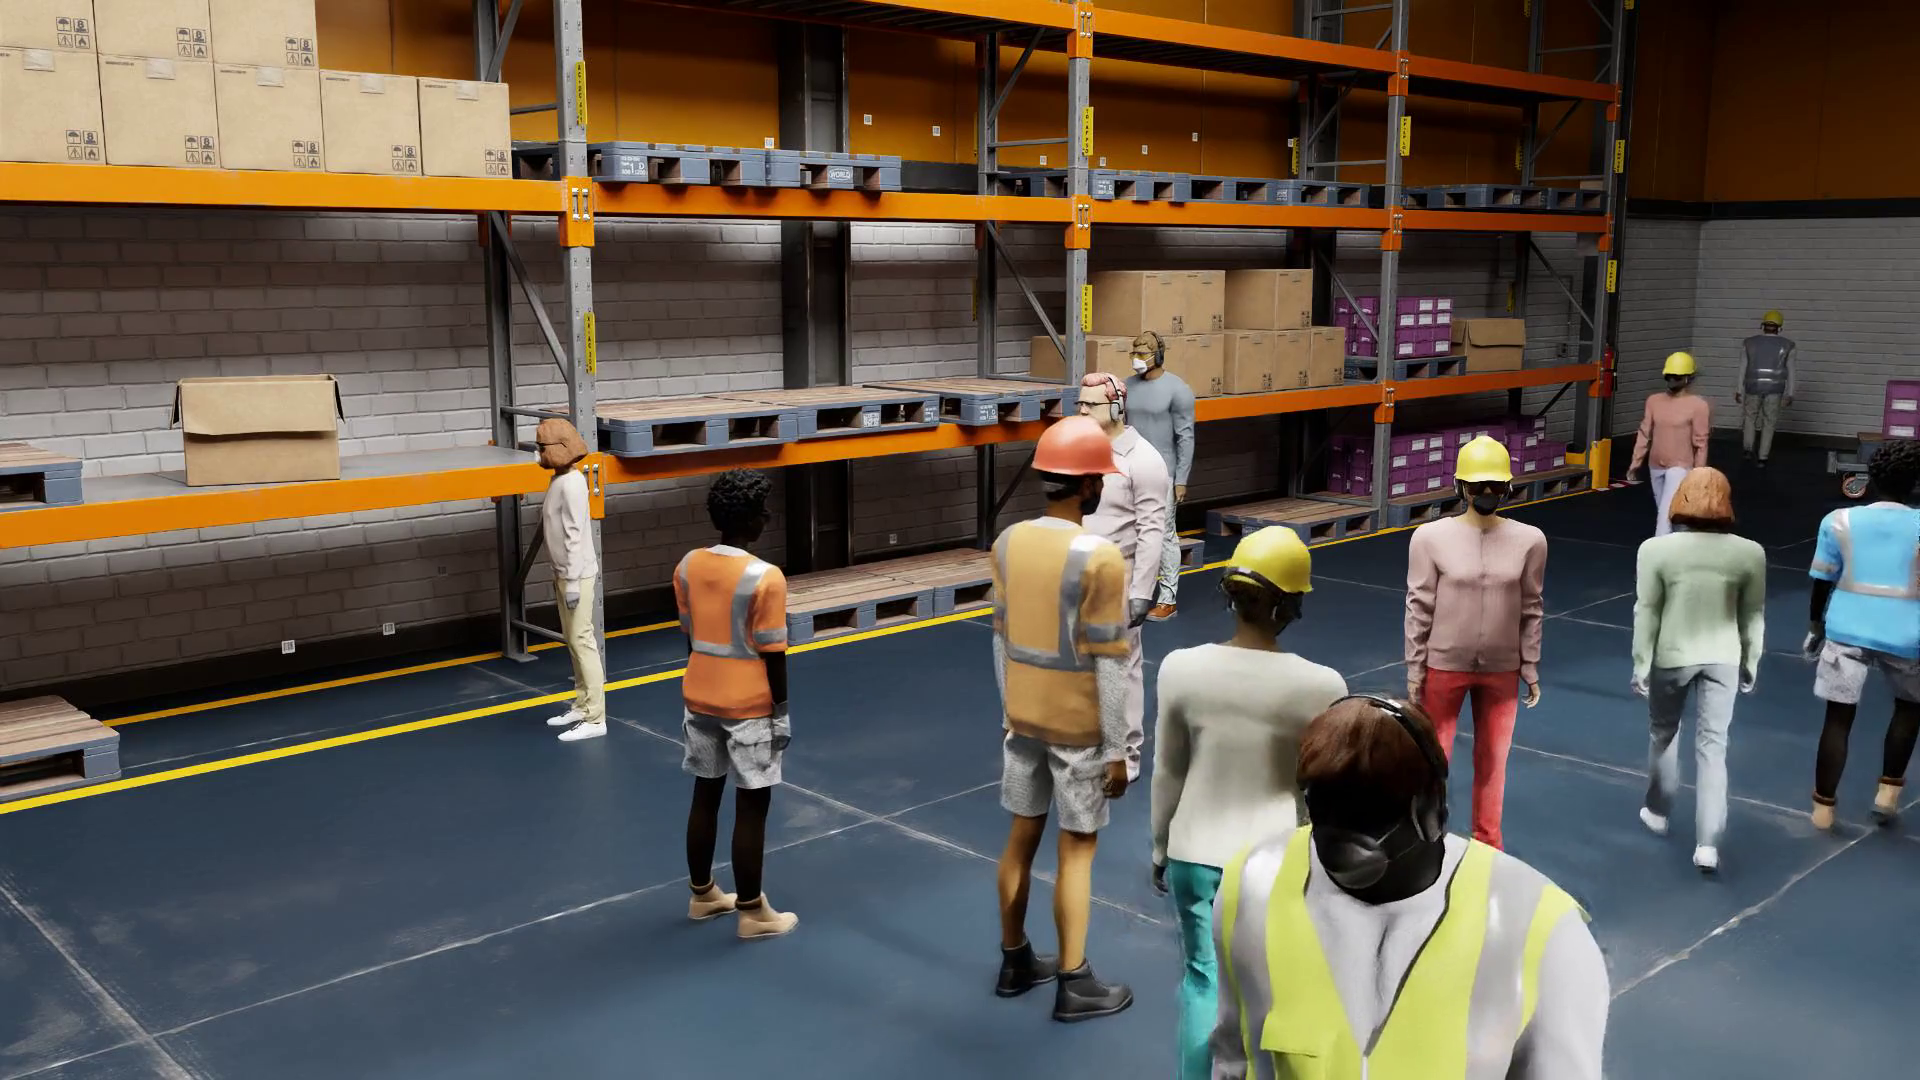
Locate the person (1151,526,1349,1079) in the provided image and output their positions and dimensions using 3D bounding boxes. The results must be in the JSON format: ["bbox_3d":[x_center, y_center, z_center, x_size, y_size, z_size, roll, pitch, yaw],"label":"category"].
[{"bbox_3d":[0.730,0.836,4.294,0.557,1.745,0.495,5,11,27],"label":"person"}]

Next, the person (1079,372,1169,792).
[{"bbox_3d":[0.633,0.187,7.636,0.410,1.909,0.642,-9,13,-43],"label":"person"}]

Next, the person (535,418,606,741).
[{"bbox_3d":[-1.983,0.194,8.430,0.285,1.626,0.496,-4,11,-23],"label":"person"}]

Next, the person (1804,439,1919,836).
[{"bbox_3d":[3.853,0.415,6.984,0.556,1.668,0.553,7,12,35],"label":"person"}]

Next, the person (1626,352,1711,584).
[{"bbox_3d":[5.380,-0.560,12.522,0.874,1.728,0.530,-6,11,-30],"label":"person"}]

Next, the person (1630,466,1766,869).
[{"bbox_3d":[2.984,0.500,6.737,0.506,1.598,0.799,2,10,14],"label":"person"}]

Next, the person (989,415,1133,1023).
[{"bbox_3d":[0.336,0.566,5.339,0.370,1.936,0.548,-9,13,-42],"label":"person"}]

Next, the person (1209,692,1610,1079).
[{"bbox_3d":[0.665,1.112,2.607,0.632,1.788,0.998,4,11,24],"label":"person"}]

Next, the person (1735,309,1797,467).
[{"bbox_3d":[9.299,-1.740,19.174,0.629,1.818,0.470,5,11,29],"label":"person"}]

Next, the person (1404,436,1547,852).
[{"bbox_3d":[1.942,0.487,6.291,0.525,1.769,0.316,0,10,0],"label":"person"}]

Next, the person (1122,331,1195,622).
[{"bbox_3d":[1.274,-0.426,11.132,0.355,1.937,0.635,-9,14,-44],"label":"person"}]

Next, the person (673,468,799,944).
[{"bbox_3d":[-0.793,0.587,5.931,0.533,1.691,0.318,8,12,38],"label":"person"}]
